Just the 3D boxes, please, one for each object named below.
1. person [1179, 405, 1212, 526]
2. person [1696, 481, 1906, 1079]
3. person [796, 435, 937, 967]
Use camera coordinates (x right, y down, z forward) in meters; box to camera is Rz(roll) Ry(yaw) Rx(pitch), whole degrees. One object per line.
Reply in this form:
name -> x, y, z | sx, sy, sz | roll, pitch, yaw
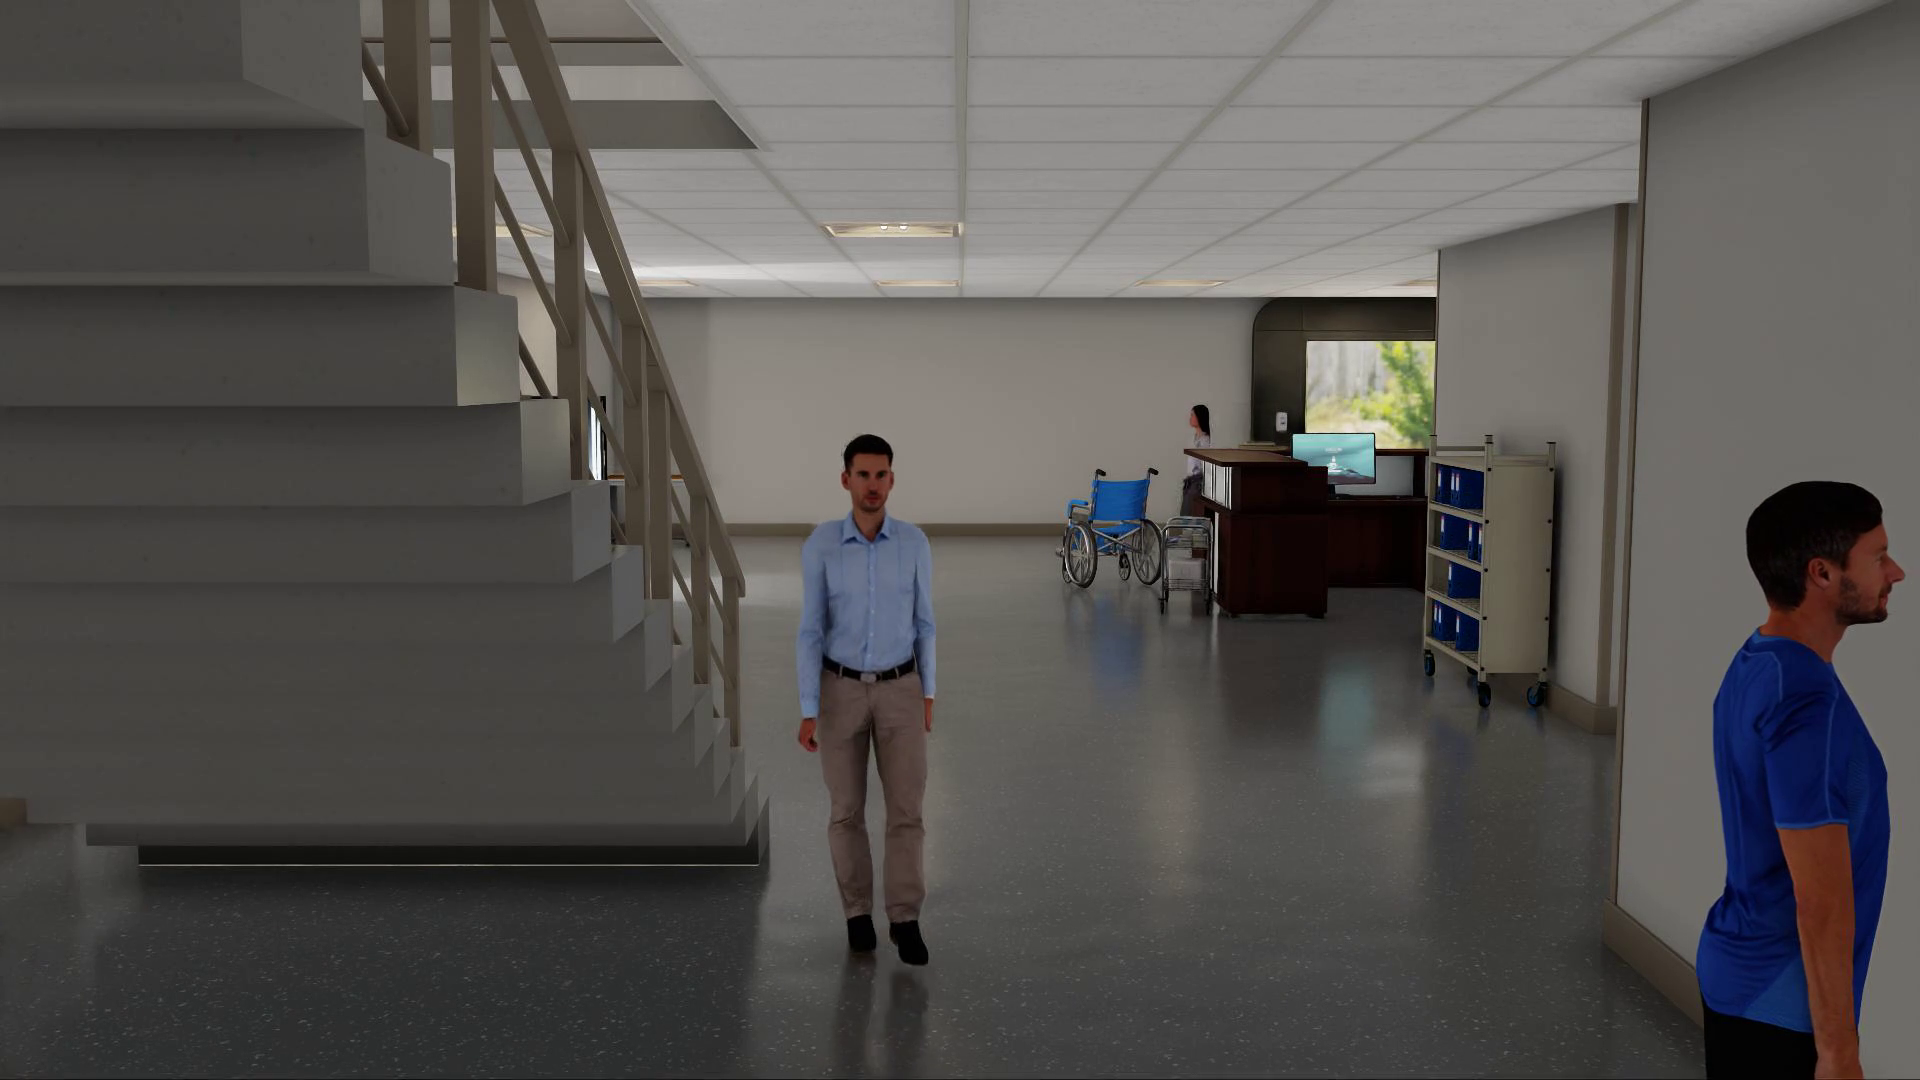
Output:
person -> 2.546, -0.518, 17.060 | 0.667, 1.722, 0.524 | 0, 6, 1
person -> 1.470, 0.823, 2.989 | 0.725, 1.869, 0.584 | 2, 6, 15
person -> -0.330, 0.548, 5.921 | 0.700, 1.830, 0.818 | -1, 6, -6
